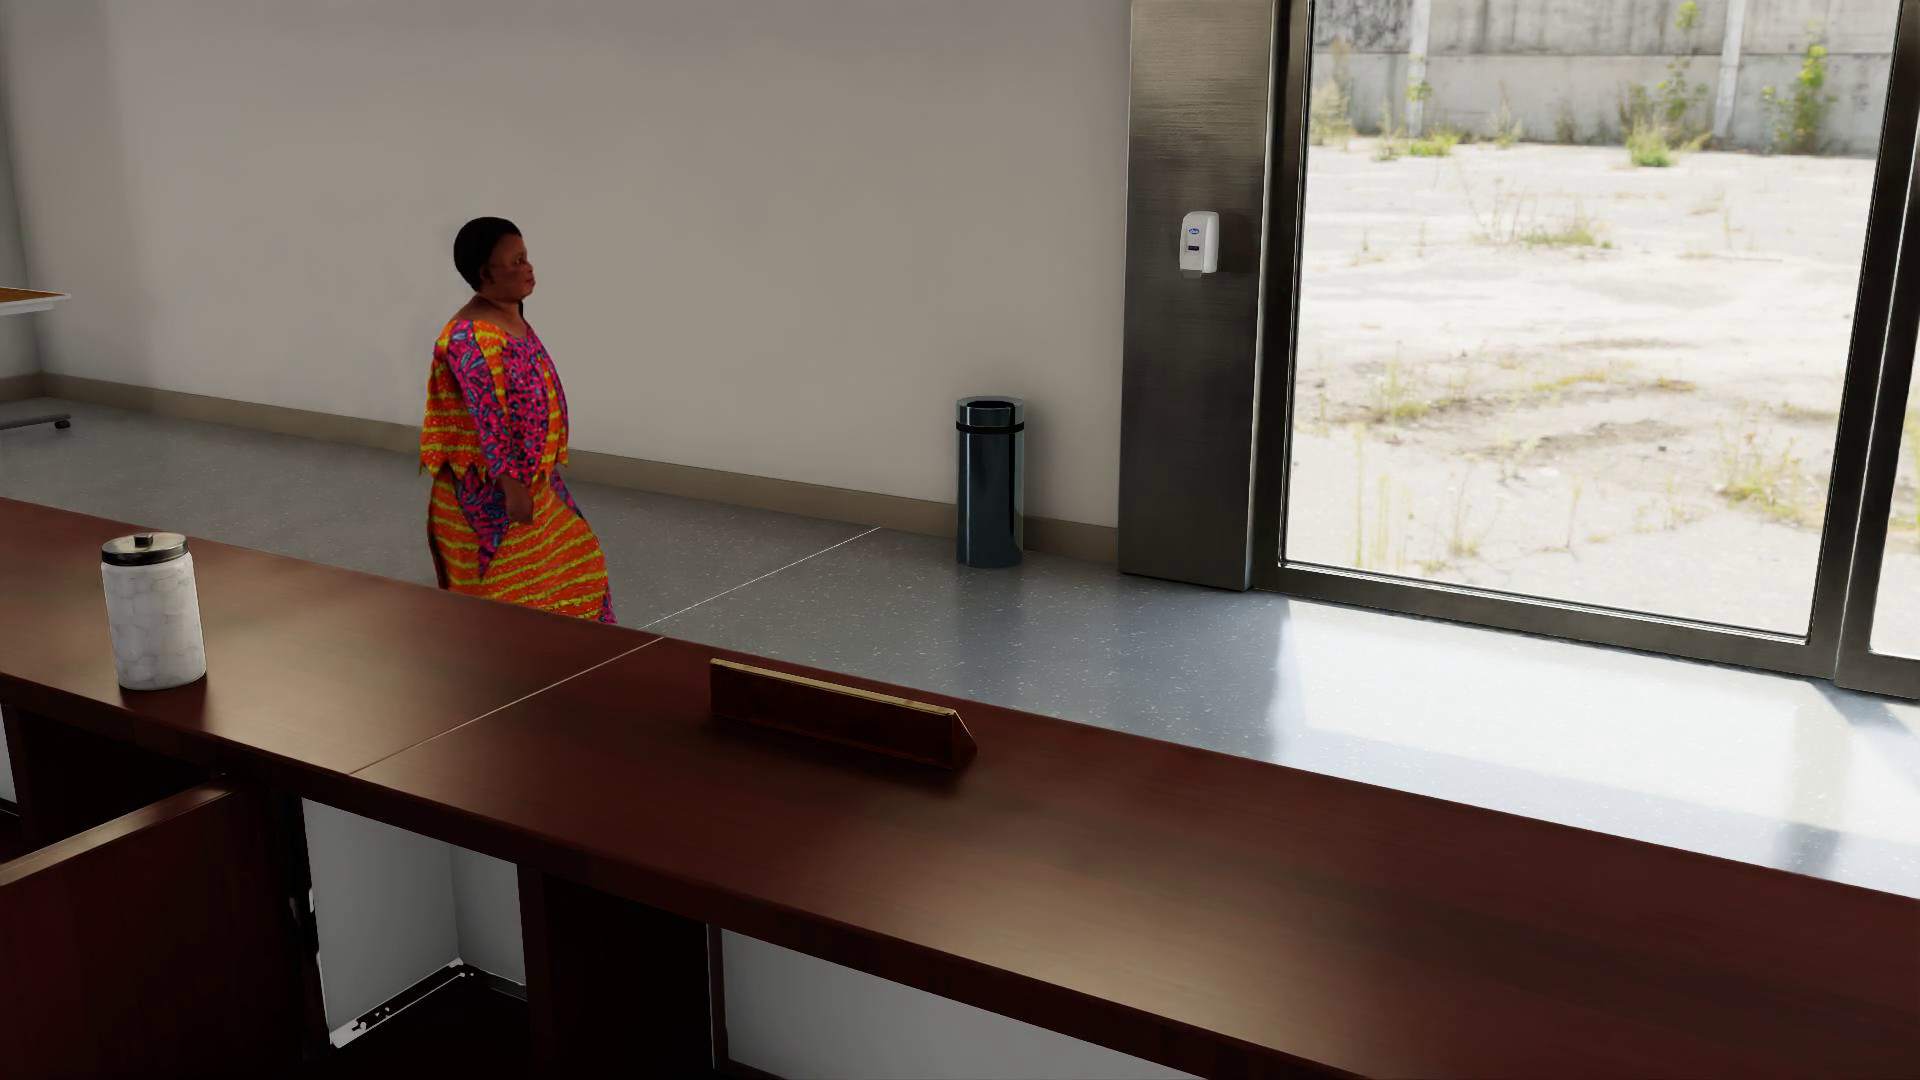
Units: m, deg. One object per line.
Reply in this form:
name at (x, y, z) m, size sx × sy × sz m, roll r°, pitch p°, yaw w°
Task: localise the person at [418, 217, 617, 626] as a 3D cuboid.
person at (-1.567, -0.222, 5.473) m, size 0.931 × 1.647 × 0.933 m, roll 1°, pitch 16°, yaw 2°
